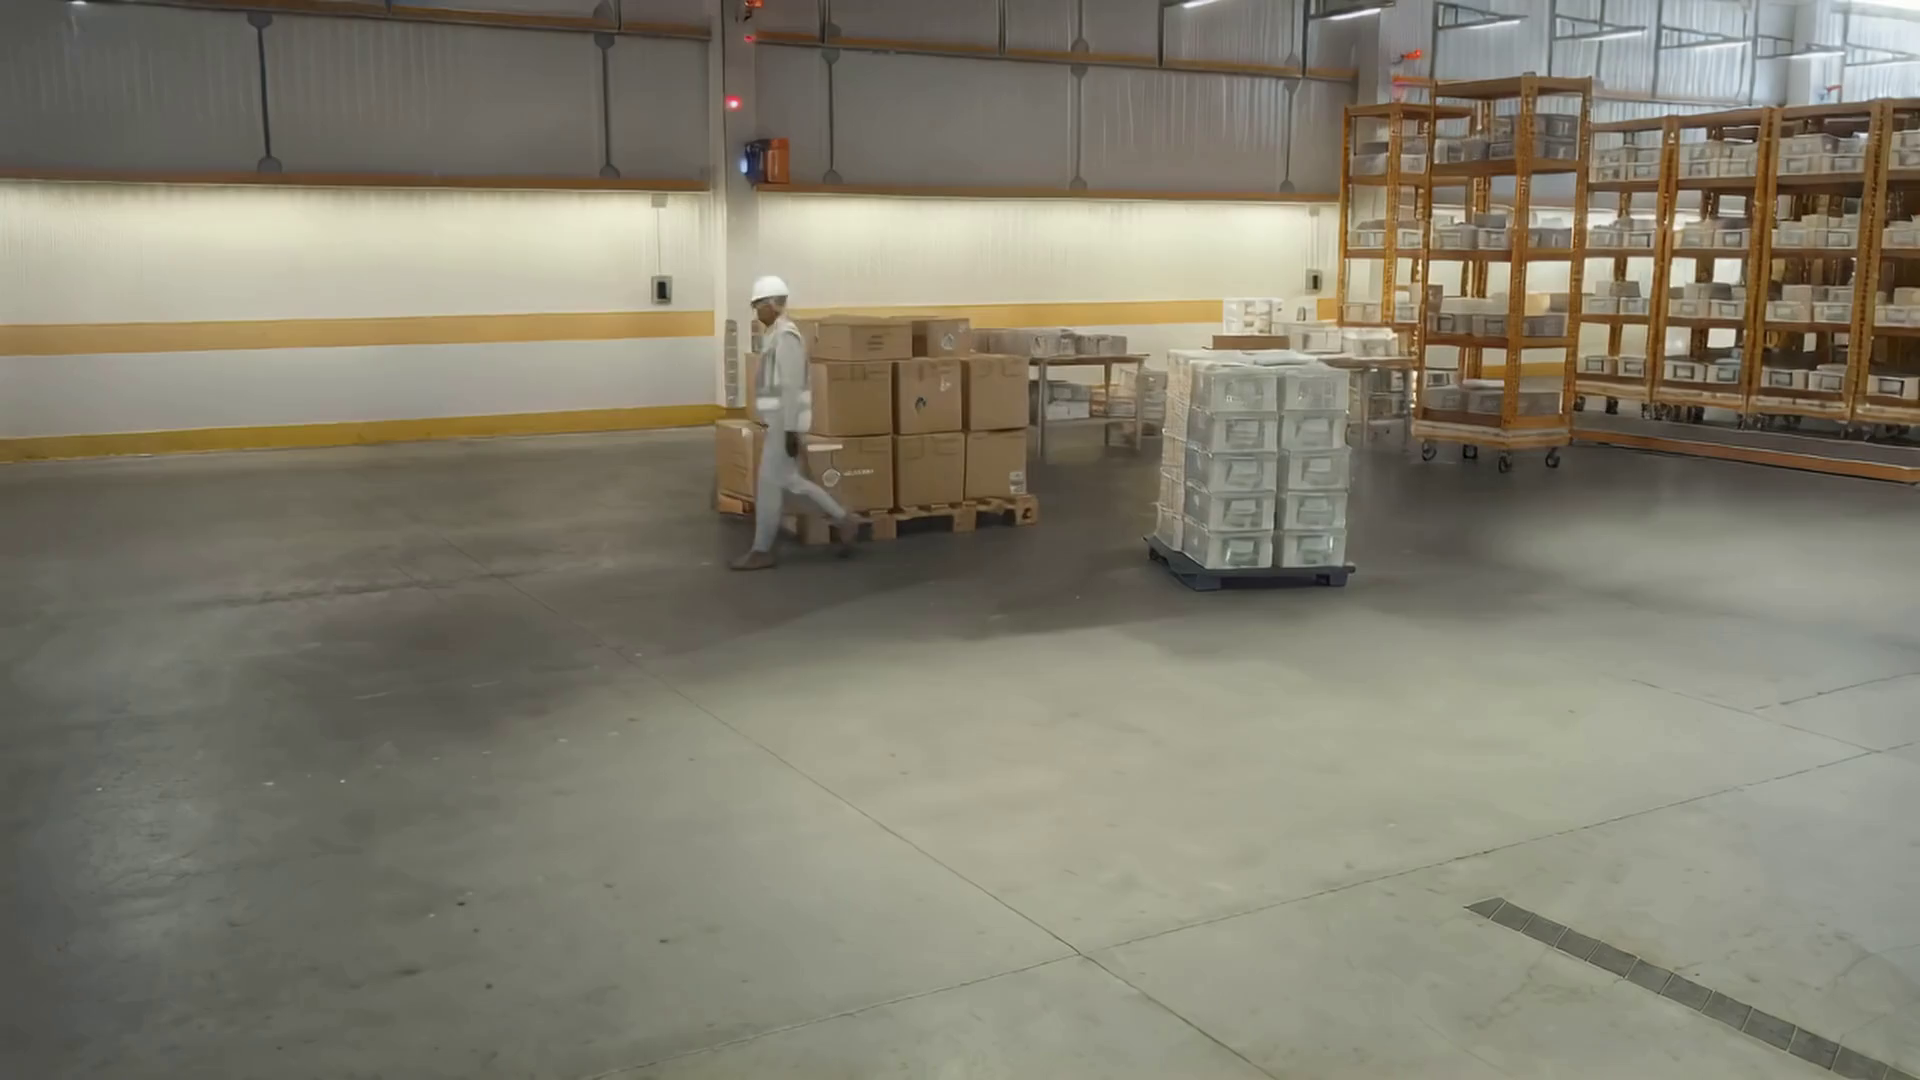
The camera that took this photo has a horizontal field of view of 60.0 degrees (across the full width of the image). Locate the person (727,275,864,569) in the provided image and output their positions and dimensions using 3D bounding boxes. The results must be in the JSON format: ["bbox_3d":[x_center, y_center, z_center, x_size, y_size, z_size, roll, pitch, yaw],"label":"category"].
[{"bbox_3d":[-1.075,-0.768,10.814,0.862,1.904,0.632,-2,10,-14],"label":"person"}]
